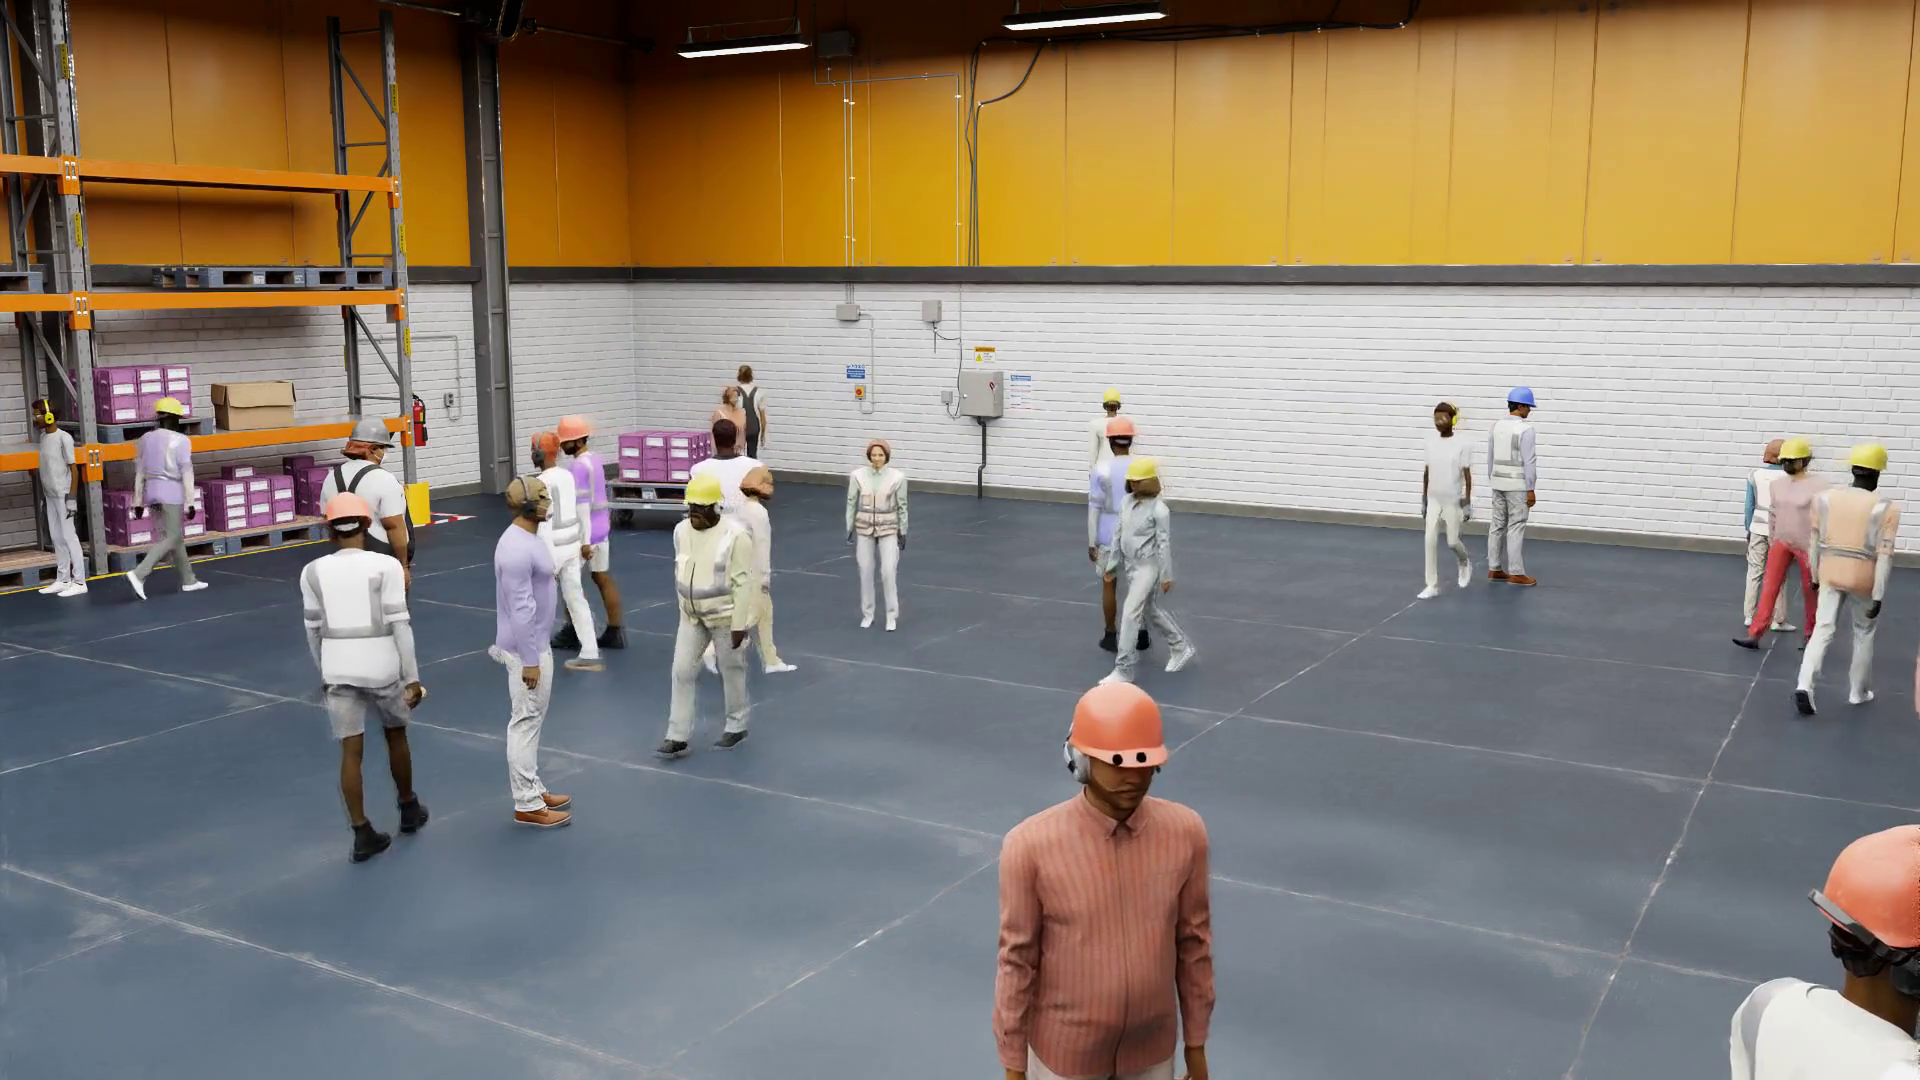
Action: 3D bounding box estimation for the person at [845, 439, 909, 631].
[{"bbox_3d":[-0.699,-0.047,14.170,0.531,1.633,0.346,2,9,11],"label":"person"}]

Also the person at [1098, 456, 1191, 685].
[{"bbox_3d":[1.412,0.207,12.377,0.861,1.703,0.489,-5,10,-30],"label":"person"}]

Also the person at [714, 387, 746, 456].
[{"bbox_3d":[-2.815,-1.101,20.831,0.534,1.596,0.820,-9,13,-43],"label":"person"}]

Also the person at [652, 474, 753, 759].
[{"bbox_3d":[-1.612,0.487,10.341,0.612,1.791,0.815,5,10,27],"label":"person"}]

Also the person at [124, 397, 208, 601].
[{"bbox_3d":[-7.497,-0.391,15.584,0.610,1.882,0.860,4,10,21],"label":"person"}]

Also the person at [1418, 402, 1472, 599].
[{"bbox_3d":[4.594,-0.384,15.628,0.526,1.846,0.749,8,12,40],"label":"person"}]

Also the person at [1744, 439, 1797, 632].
[{"bbox_3d":[6.903,-0.040,14.126,0.308,1.640,0.511,-6,11,-32],"label":"person"}]

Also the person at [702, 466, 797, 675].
[{"bbox_3d":[-1.608,0.245,12.476,0.714,1.605,0.512,-4,10,-23],"label":"person"}]

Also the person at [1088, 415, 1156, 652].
[{"bbox_3d":[1.296,-0.025,13.212,0.572,1.919,0.542,-2,9,-9],"label":"person"}]

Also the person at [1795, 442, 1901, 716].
[{"bbox_3d":[6.111,0.267,11.463,0.945,1.888,0.584,-9,13,-43],"label":"person"}]

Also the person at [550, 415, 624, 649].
[{"bbox_3d":[-3.044,-0.048,13.295,0.721,1.909,0.581,2,9,9],"label":"person"}]

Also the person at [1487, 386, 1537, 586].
[{"bbox_3d":[5.390,-0.522,16.199,0.401,1.938,0.602,-4,10,-22],"label":"person"}]

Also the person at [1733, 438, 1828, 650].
[{"bbox_3d":[6.612,0.053,13.255,0.888,1.720,0.539,-6,11,-31],"label":"person"}]

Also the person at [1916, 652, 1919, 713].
[{"bbox_3d":[4.878,0.853,7.834,0.661,1.866,0.906,4,10,24],"label":"person"}]

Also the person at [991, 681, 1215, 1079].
[{"bbox_3d":[0.389,1.340,4.428,0.617,1.988,0.404,-3,10,-19],"label":"person"}]

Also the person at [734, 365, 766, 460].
[{"bbox_3d":[-2.846,-1.412,22.090,0.550,1.825,0.461,-4,10,-22],"label":"person"}]

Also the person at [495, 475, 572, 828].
[{"bbox_3d":[-2.360,0.605,9.164,0.372,1.940,0.629,-2,9,-11],"label":"person"}]

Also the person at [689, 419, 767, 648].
[{"bbox_3d":[-1.852,-0.019,13.233,0.607,1.879,0.868,-2,9,-13],"label":"person"}]

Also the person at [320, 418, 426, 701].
[{"bbox_3d":[-4.127,0.133,11.793,0.674,2.000,0.535,4,10,26],"label":"person"}]

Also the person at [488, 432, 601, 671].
[{"bbox_3d":[-3.162,0.092,12.682,0.904,1.835,0.594,3,9,16],"label":"person"}]

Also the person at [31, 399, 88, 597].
[{"bbox_3d":[-8.494,-0.397,15.652,0.535,1.862,0.313,6,11,32],"label":"person"}]

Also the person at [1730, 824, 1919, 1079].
[{"bbox_3d":[1.682,1.520,3.128,0.397,2.044,0.609,-1,9,-9],"label":"person"}]

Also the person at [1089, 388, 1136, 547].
[{"bbox_3d":[1.681,-0.792,18.412,0.522,1.772,0.306,0,9,0],"label":"person"}]

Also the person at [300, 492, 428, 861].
[{"bbox_3d":[-3.121,0.688,8.822,0.627,1.879,0.845,0,9,-1],"label":"person"}]
